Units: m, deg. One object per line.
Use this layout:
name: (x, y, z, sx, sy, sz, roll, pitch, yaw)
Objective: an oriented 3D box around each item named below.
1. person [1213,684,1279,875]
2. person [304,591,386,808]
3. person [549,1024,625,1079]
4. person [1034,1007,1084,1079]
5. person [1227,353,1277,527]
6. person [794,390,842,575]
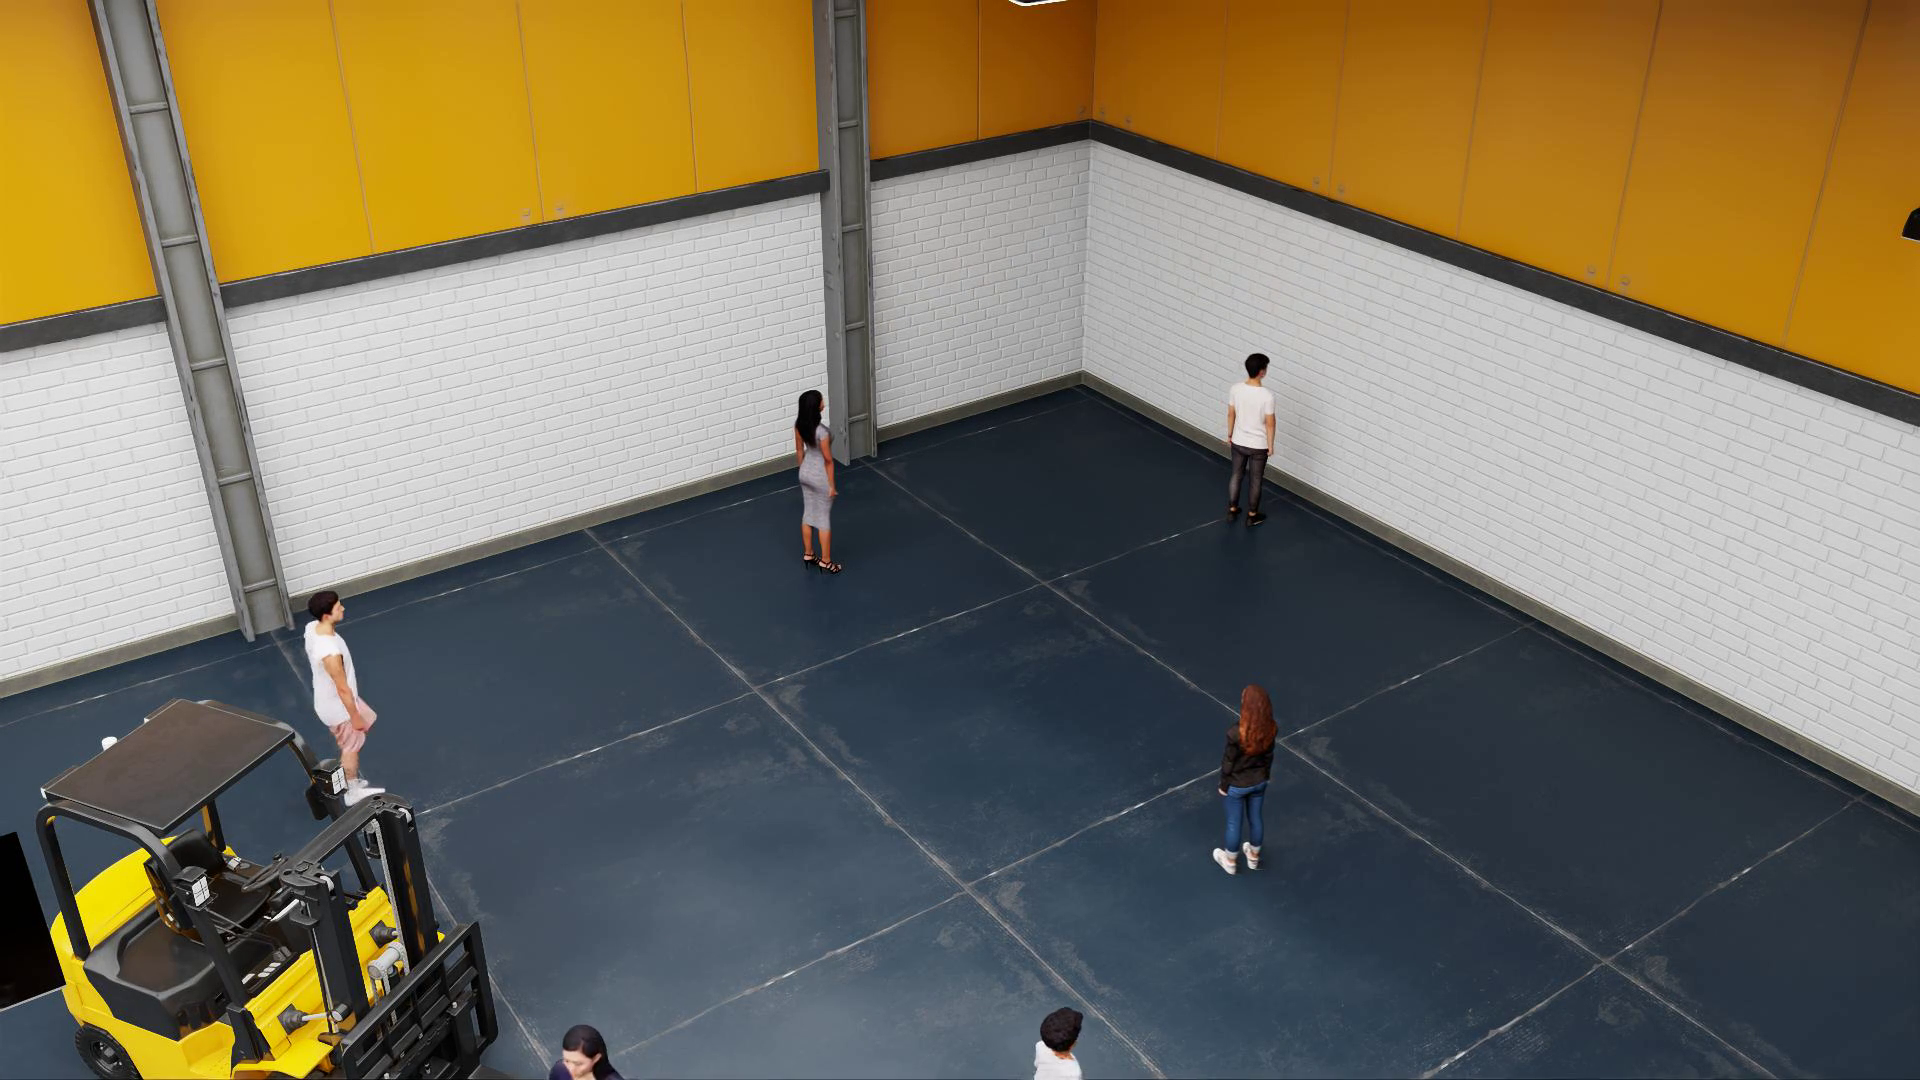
person: (1.956, 1.627, 11.334, 0.497, 1.481, 0.641, -13, 31, -22)
person: (-4.516, 1.168, 11.870, 0.676, 1.773, 0.678, -16, 32, -26)
person: (-1.790, 3.042, 8.488, 0.735, 1.723, 0.761, 14, 32, 24)
person: (0.483, 3.047, 8.977, 0.634, 1.247, 0.904, 21, 35, 34)
person: (2.758, -0.964, 15.835, 0.689, 1.720, 0.645, 18, 34, 30)
person: (-1.299, -0.521, 14.959, 0.615, 1.781, 0.575, 25, 37, 38)
